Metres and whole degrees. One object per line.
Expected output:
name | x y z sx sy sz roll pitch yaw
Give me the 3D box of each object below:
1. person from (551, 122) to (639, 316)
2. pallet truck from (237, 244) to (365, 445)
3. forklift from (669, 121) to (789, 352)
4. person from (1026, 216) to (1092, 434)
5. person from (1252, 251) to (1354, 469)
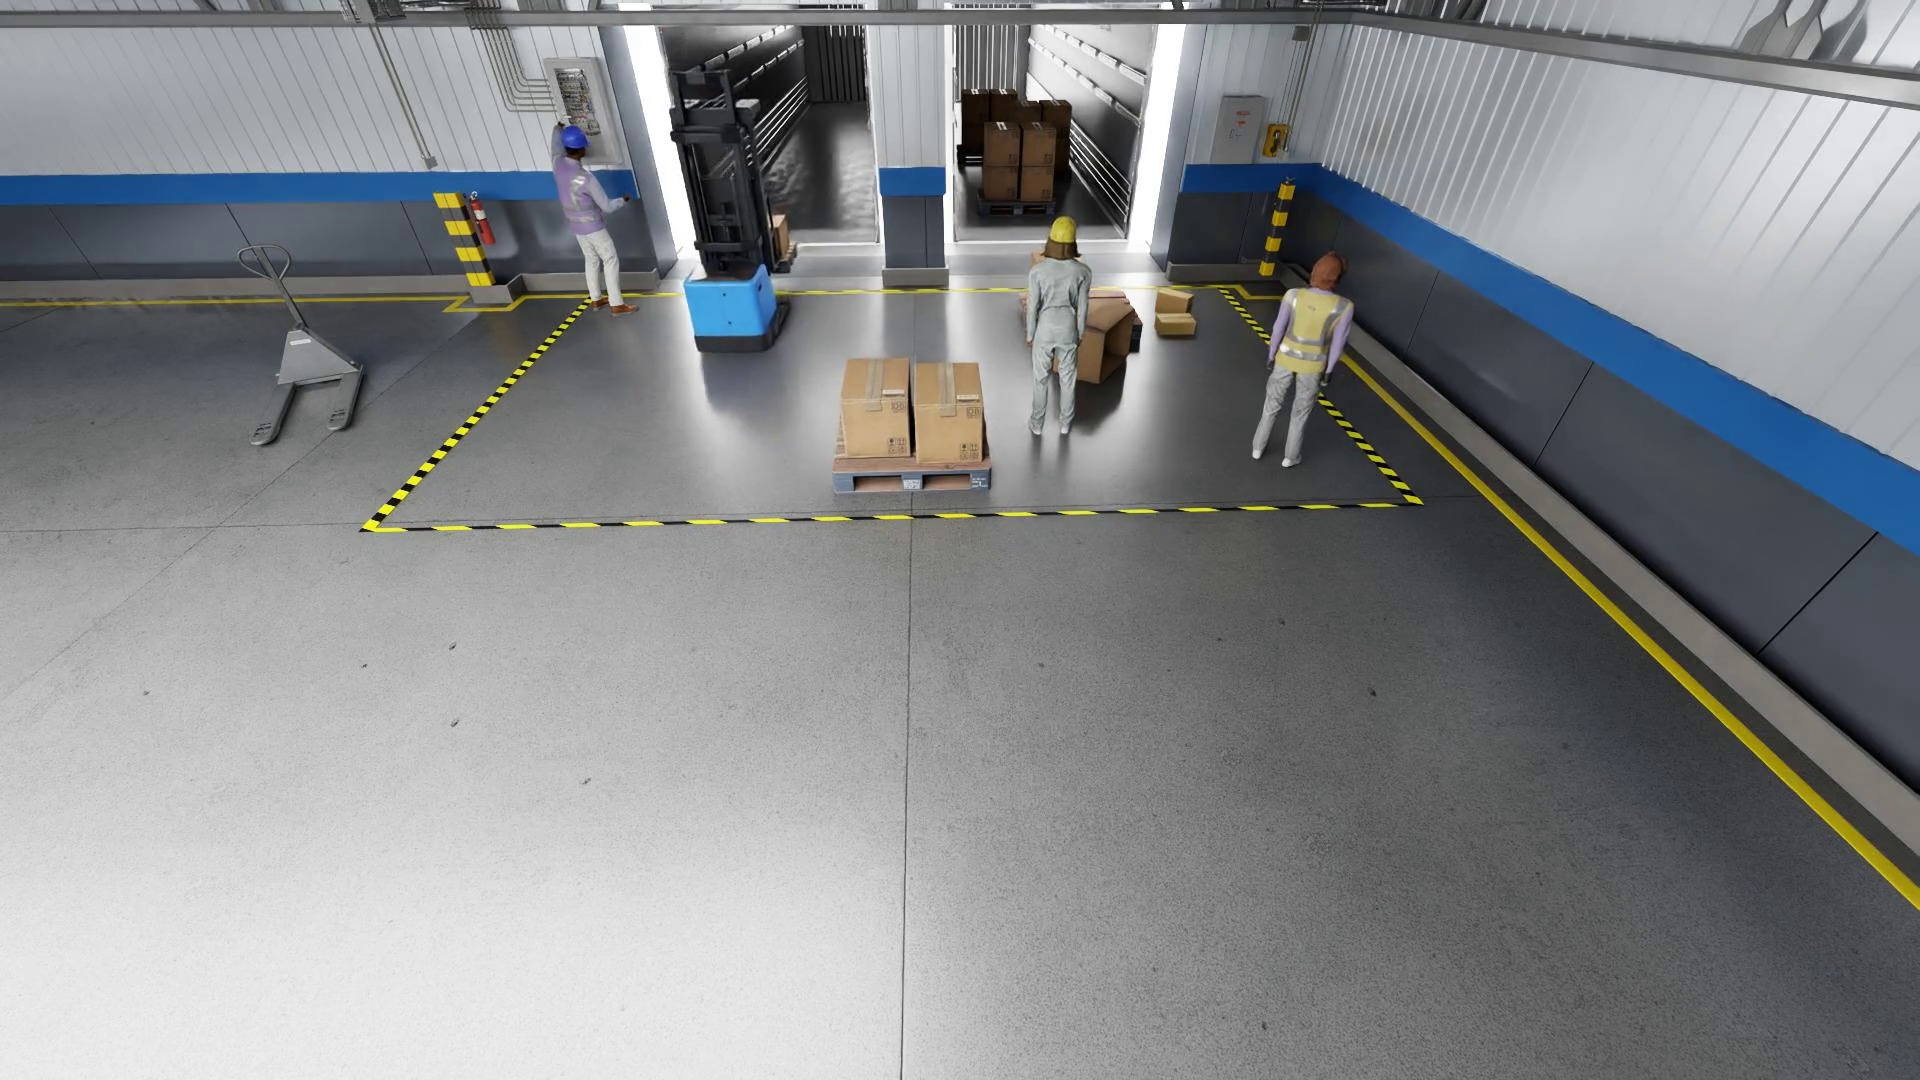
person | -4.086 -3.551 8.124 1.057 1.905 0.695 23 44 26
pallet truck | -5.915 -1.733 6.366 0.680 1.201 1.601 -18 42 -21
forklift | -2.347 -2.949 7.253 0.716 2.013 0.776 -1 38 -1
person | 0.761 -1.665 5.872 0.486 1.743 0.310 0 38 0
person | 2.546 -1.305 5.501 0.513 1.640 0.314 25 45 28
